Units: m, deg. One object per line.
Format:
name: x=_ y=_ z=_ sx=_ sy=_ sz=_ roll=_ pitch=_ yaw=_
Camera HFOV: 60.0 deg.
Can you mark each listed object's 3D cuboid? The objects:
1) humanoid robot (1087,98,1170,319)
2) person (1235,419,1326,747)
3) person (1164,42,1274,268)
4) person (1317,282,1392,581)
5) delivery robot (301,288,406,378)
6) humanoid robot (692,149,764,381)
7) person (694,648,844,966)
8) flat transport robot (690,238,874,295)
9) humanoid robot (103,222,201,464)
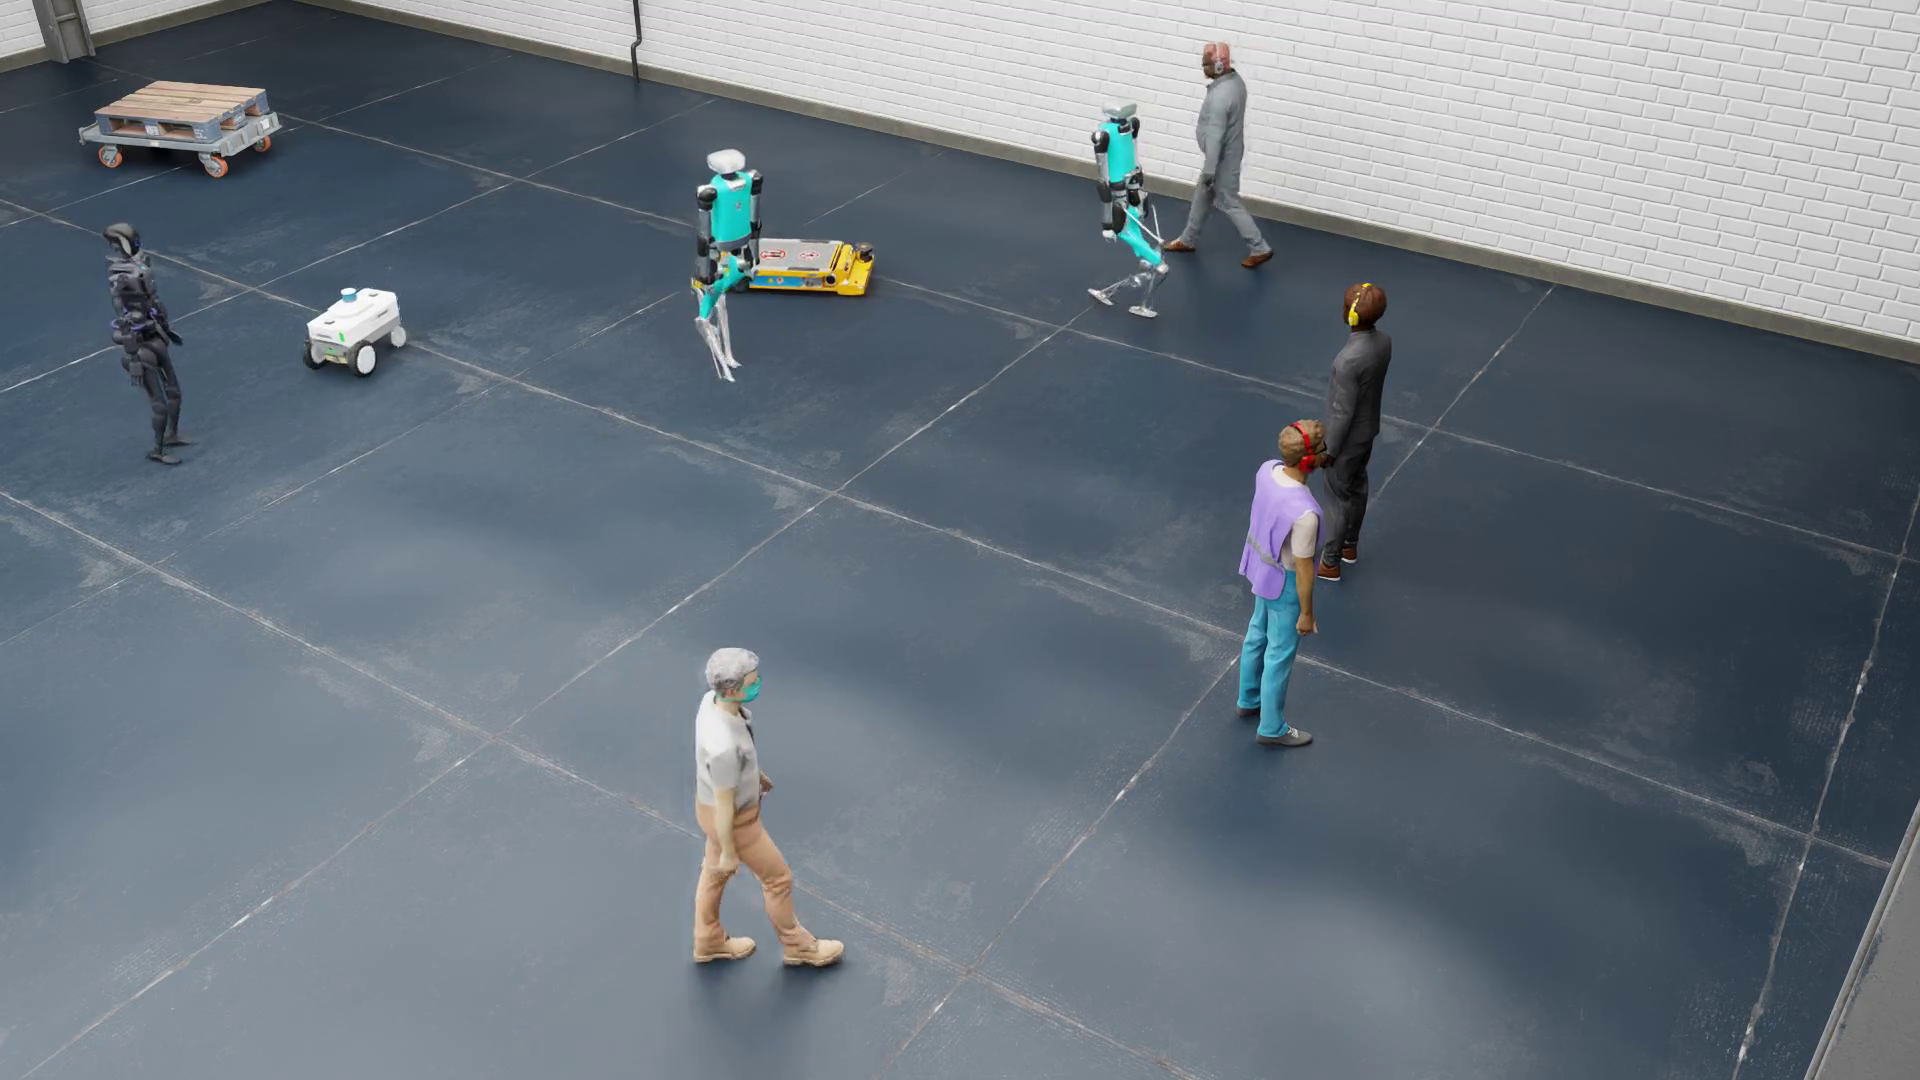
humanoid robot: x=1.372 y=-2.457 z=12.710 sx=0.920 sy=1.741 sz=0.538 roll=23 pitch=39 yaw=31
person: x=1.629 y=0.226 z=8.443 sx=0.390 sy=1.849 sz=0.564 roll=-8 pitch=34 yaw=-13
person: x=2.213 y=-3.172 z=13.730 sx=0.959 sy=1.856 sz=0.690 roll=10 pitch=34 yaw=15
person: x=2.268 y=-0.628 z=9.749 sx=0.346 sy=1.874 sz=0.501 roll=23 pitch=39 yaw=31
delivery robot: x=-4.538 y=-1.576 z=12.458 sx=0.499 sy=0.609 sz=0.805 roll=11 pitch=34 yaw=17
humanoid robot: x=-1.771 y=-2.011 z=12.037 sx=0.537 sy=1.781 sz=0.758 roll=-27 pitch=41 yaw=-35
person: x=-0.858 y=1.147 z=7.124 sx=0.779 sy=1.715 sz=0.503 roll=-6 pitch=33 yaw=-10
flat transport robot: x=-1.462 y=-2.267 z=13.783 sx=1.431 sy=0.231 sz=0.659 roll=3 pitch=33 yaw=4
humanoid robot: x=-5.385 y=-1.321 z=11.014 sx=0.308 sy=1.655 sz=0.608 roll=0 pitch=33 yaw=0
